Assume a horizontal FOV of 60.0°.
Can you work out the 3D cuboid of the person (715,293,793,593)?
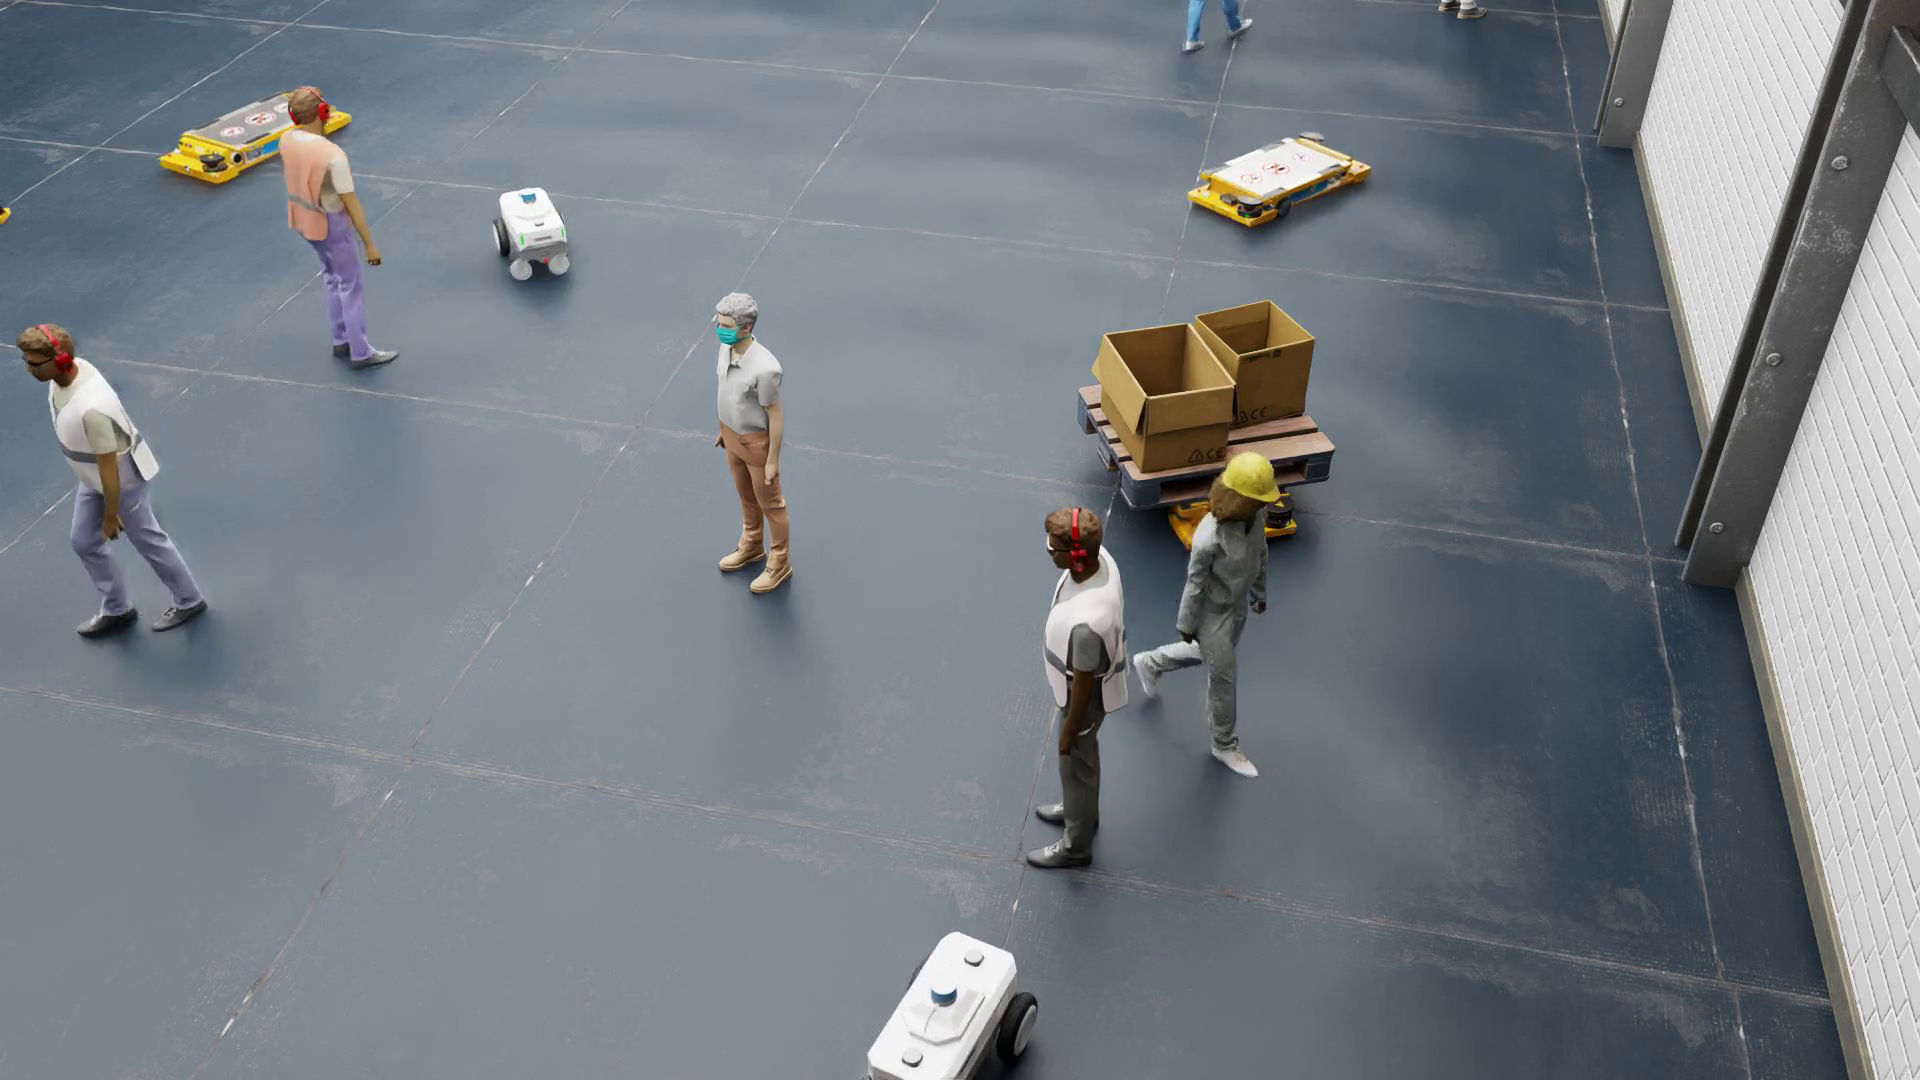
[{"bbox_3d":[-1.095,-0.509,8.664,0.320,1.748,0.482,-28,45,-32],"label":"person"}]

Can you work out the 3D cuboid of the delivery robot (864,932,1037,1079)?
[{"bbox_3d":[-0.063,1.887,6.447,0.522,0.584,0.751,17,40,21],"label":"delivery robot"}]

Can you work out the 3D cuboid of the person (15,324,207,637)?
[{"bbox_3d":[-4.316,-0.244,8.254,0.751,1.816,0.582,-29,45,-33],"label":"person"}]

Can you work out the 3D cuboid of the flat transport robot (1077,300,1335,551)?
[{"bbox_3d":[1.396,-0.455,9.828,0.659,0.231,1.431,-9,38,-12],"label":"flat transport robot"}]

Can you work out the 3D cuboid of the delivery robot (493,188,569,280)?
[{"bbox_3d":[-3.085,-2.248,12.004,0.508,0.614,0.785,-15,39,-19],"label":"delivery robot"}]

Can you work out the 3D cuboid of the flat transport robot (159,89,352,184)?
[{"bbox_3d":[-5.783,-3.332,13.678,0.659,0.231,1.431,19,41,23],"label":"flat transport robot"}]

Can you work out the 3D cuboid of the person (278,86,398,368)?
[{"bbox_3d":[-3.954,-1.927,10.503,0.737,1.826,0.415,26,44,31],"label":"person"}]

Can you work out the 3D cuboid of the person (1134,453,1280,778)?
[{"bbox_3d":[1.152,0.273,7.653,0.735,1.716,0.493,28,45,32],"label":"person"}]

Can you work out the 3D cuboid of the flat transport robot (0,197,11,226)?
[{"bbox_3d":[-7.907,-2.315,12.316,1.431,0.231,0.659,-3,37,-3],"label":"flat transport robot"}]

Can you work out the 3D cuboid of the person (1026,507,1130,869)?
[{"bbox_3d":[0.516,0.636,7.064,0.406,1.834,0.562,3,37,4],"label":"person"}]

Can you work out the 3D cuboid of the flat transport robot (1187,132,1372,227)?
[{"bbox_3d":[2.511,-2.827,13.002,1.431,0.231,0.659,-27,44,-31],"label":"flat transport robot"}]

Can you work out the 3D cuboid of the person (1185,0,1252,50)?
[{"bbox_3d":[2.413,-5.369,15.224,0.500,1.673,0.883,29,45,33],"label":"person"}]

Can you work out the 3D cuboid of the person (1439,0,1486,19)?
[{"bbox_3d":[4.912,-5.940,15.819,0.345,1.882,0.583,-20,41,-24],"label":"person"}]
